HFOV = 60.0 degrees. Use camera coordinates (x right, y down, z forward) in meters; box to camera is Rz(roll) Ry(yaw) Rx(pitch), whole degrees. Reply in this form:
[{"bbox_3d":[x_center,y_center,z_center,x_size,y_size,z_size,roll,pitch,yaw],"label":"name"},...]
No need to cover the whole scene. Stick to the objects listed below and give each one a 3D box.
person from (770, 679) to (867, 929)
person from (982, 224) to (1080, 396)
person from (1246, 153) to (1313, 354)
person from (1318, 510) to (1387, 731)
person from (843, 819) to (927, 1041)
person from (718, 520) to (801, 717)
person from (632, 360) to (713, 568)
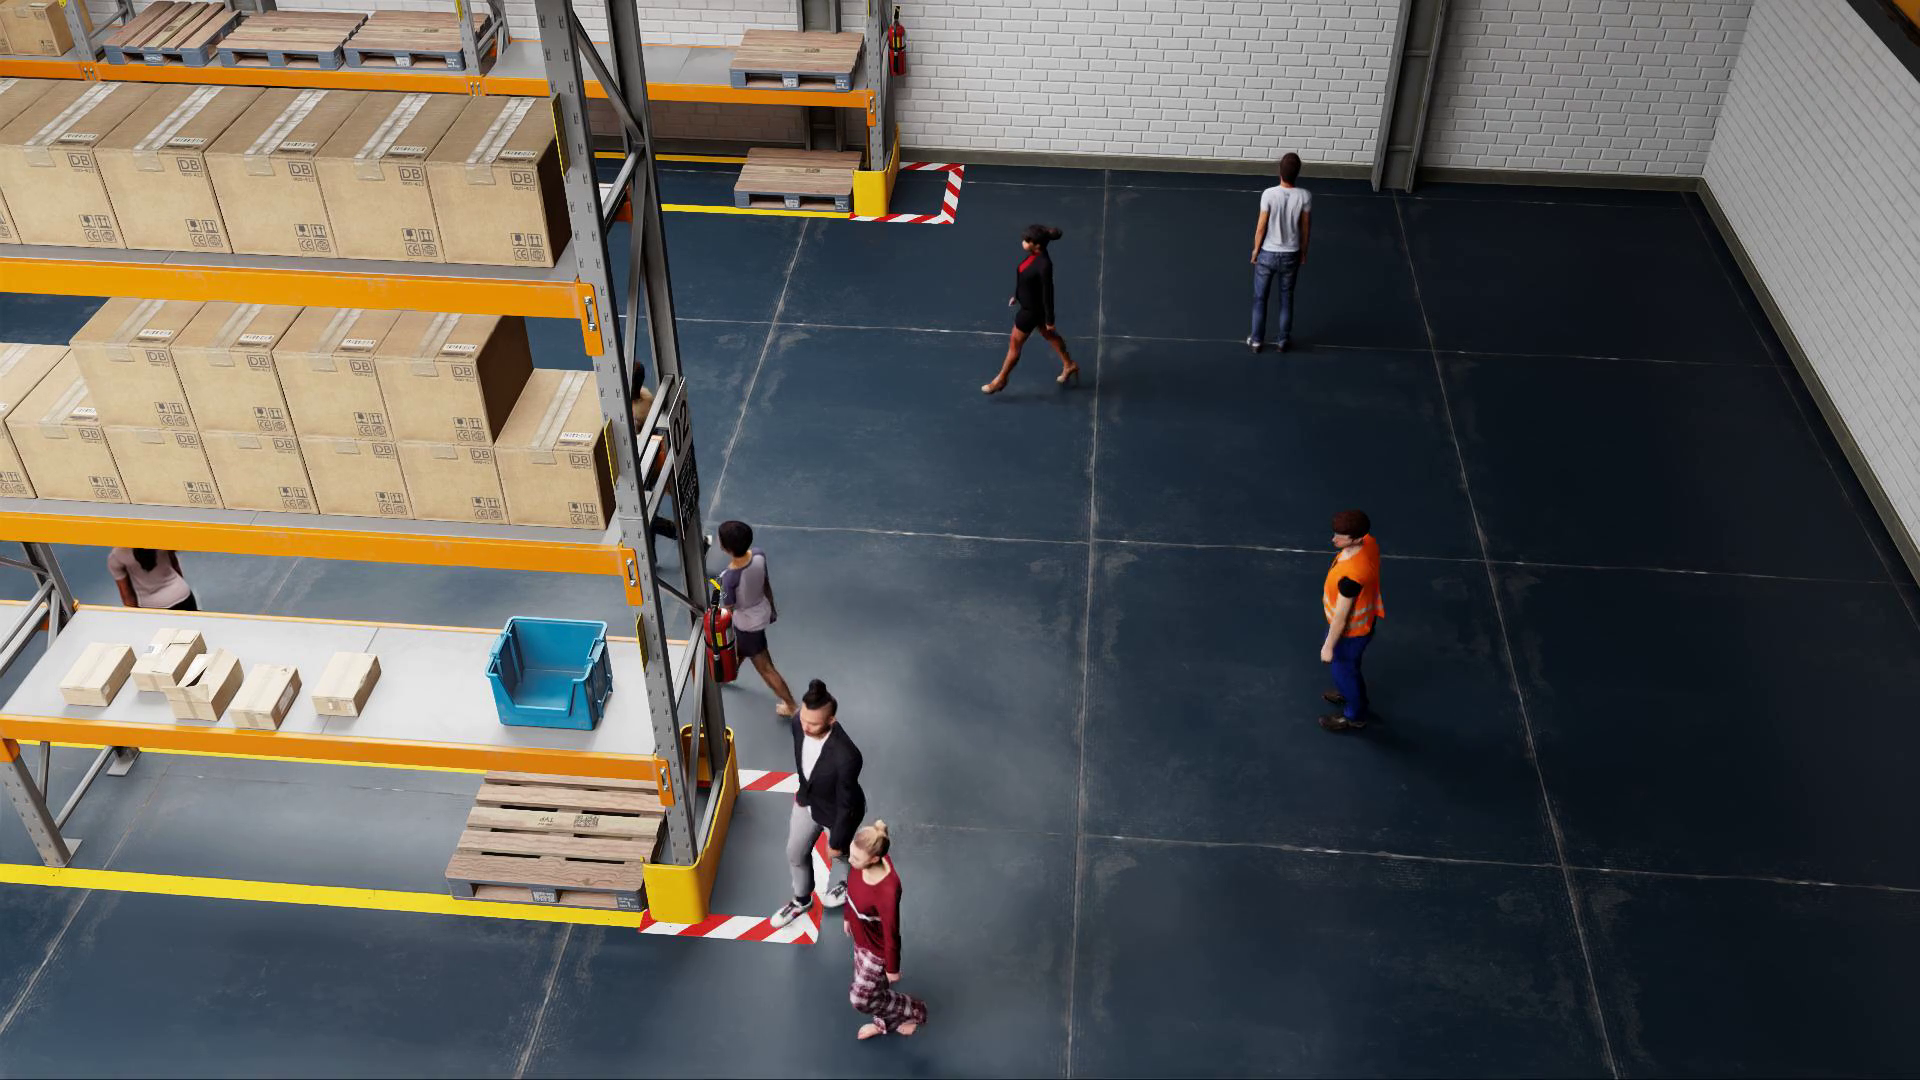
[{"bbox_3d":[-0.662,1.441,9.478,1.052,1.929,0.999,-29,47,-32],"label":"person"},{"bbox_3d":[0.719,-1.908,13.951,1.096,1.581,0.673,-2,39,-3],"label":"person"},{"bbox_3d":[2.769,-2.480,14.440,0.475,1.866,0.704,1,39,1],"label":"person"},{"bbox_3d":[2.575,0.526,10.689,0.749,1.847,0.759,18,42,21],"label":"person"},{"bbox_3d":[-0.379,2.090,8.859,0.808,1.688,0.760,-13,41,-16],"label":"person"},{"bbox_3d":[-1.321,0.556,10.919,1.123,1.514,0.832,19,42,22],"label":"person"},{"bbox_3d":[-2.208,-0.499,11.982,1.000,1.836,0.691,1,39,1],"label":"person"}]
